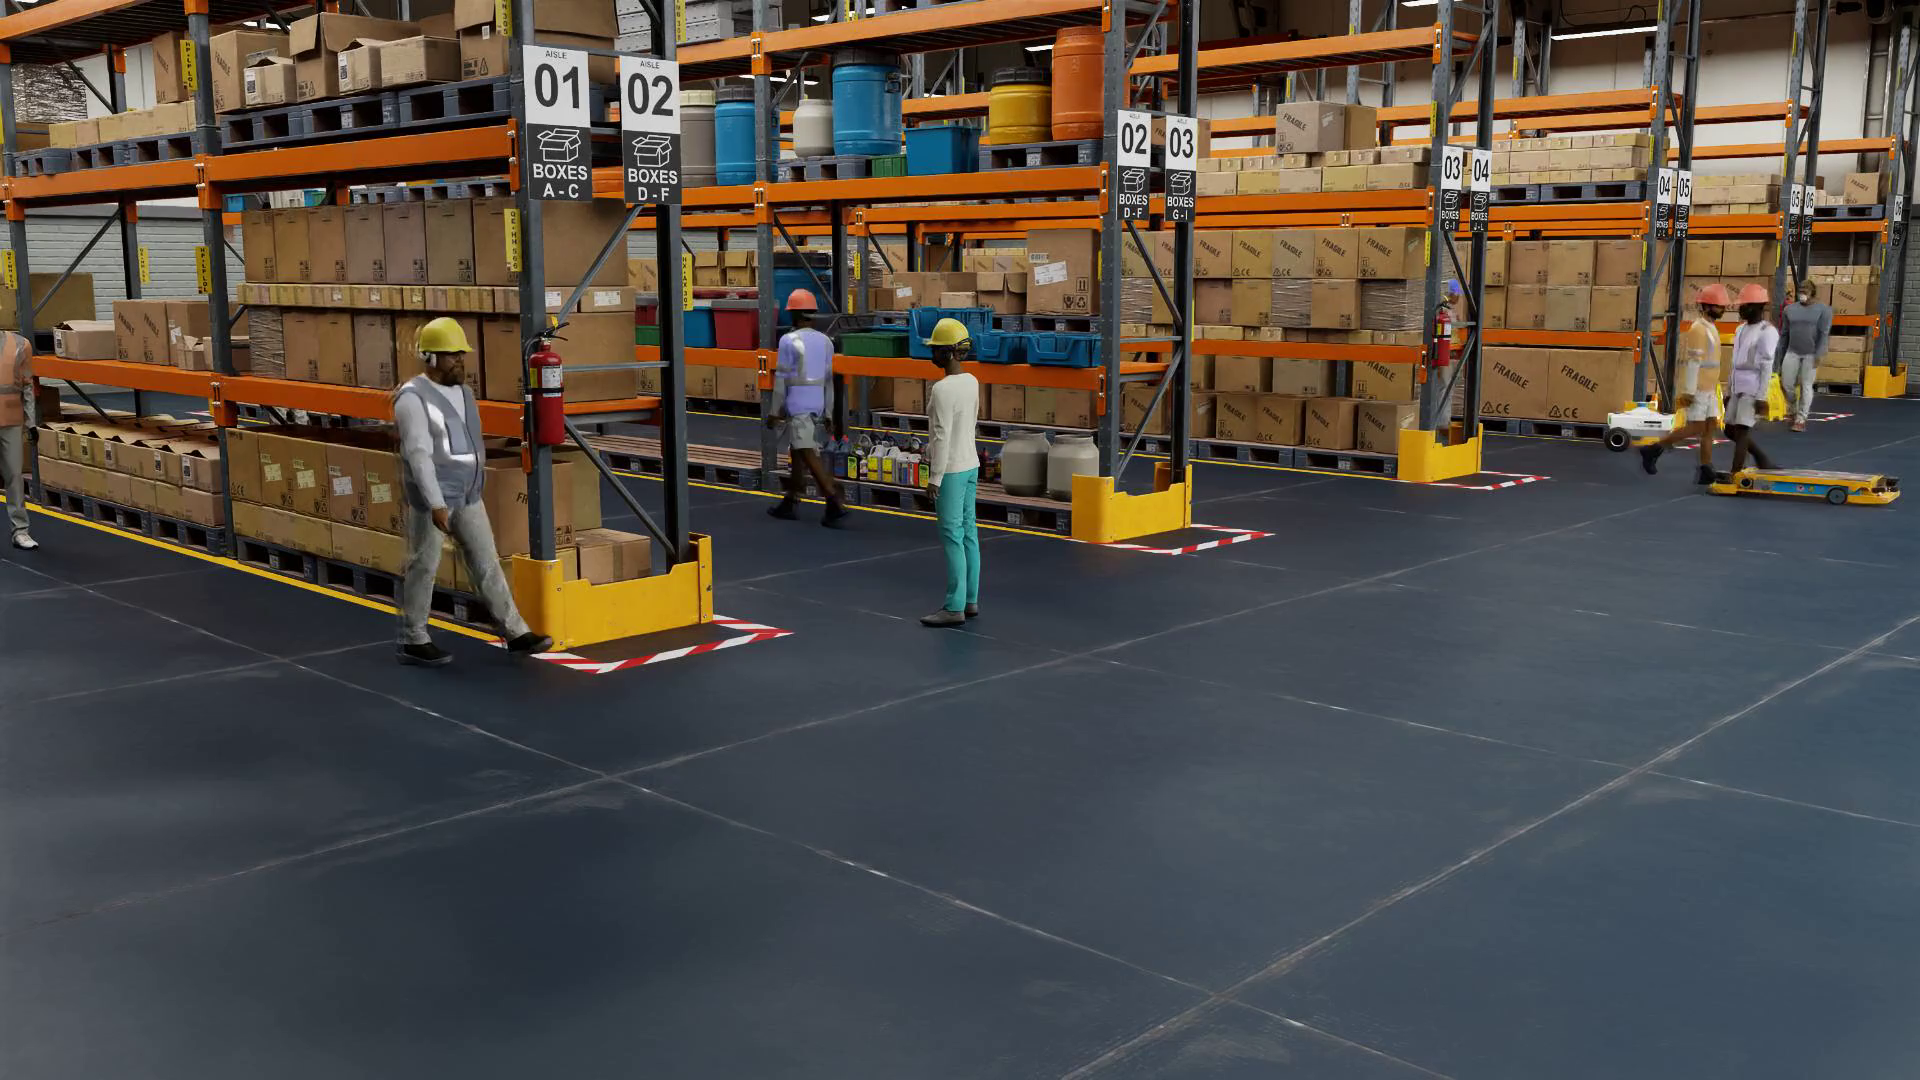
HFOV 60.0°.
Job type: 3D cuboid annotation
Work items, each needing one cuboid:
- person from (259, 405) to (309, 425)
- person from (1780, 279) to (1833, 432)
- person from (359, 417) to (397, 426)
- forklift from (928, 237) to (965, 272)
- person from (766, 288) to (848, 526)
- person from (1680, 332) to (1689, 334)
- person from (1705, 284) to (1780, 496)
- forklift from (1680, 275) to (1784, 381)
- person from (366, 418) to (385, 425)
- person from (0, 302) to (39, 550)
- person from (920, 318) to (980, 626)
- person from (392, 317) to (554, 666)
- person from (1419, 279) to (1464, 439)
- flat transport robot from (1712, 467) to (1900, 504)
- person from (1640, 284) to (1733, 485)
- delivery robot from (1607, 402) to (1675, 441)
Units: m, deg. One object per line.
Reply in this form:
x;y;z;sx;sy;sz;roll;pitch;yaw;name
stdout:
-6.567;-1.394;16.173;0.522;1.637;0.357;-8;12;-42;person
10.680;-2.334;21.085;0.435;1.921;0.627;-9;13;-43;person
-4.882;-1.137;13.997;0.902;1.824;0.568;2;10;14;person
-0.326;-5.817;39.609;1.129;2.768;1.873;9;13;43;forklift
-1.218;-1.078;13.441;0.964;1.903;0.540;7;11;35;person
11.124;-3.089;25.948;0.617;1.831;0.958;-8;12;-39;person
7.195;-1.367;15.145;0.714;1.922;0.562;-1;9;-5;person
12.480;-3.427;27.053;1.214;2.155;2.313;9;13;43;forklift
-5.898;-1.584;16.718;0.658;1.832;0.569;-4;10;-23;person
-7.020;-0.875;12.094;0.585;1.927;0.366;-9;13;-43;person
-0.053;-0.393;9.635;0.309;1.769;0.525;4;10;21;person
-2.545;-0.227;8.510;0.859;1.794;0.598;4;10;22;person
5.802;-2.202;20.195;0.644;1.933;0.617;4;10;23;person
7.637;-0.506;15.024;1.431;0.197;0.652;7;12;37;flat transport robot
7.007;-1.488;15.918;0.748;1.913;0.544;6;11;35;person
7.737;-1.326;18.902;0.707;0.478;0.477;3;10;21;delivery robot
